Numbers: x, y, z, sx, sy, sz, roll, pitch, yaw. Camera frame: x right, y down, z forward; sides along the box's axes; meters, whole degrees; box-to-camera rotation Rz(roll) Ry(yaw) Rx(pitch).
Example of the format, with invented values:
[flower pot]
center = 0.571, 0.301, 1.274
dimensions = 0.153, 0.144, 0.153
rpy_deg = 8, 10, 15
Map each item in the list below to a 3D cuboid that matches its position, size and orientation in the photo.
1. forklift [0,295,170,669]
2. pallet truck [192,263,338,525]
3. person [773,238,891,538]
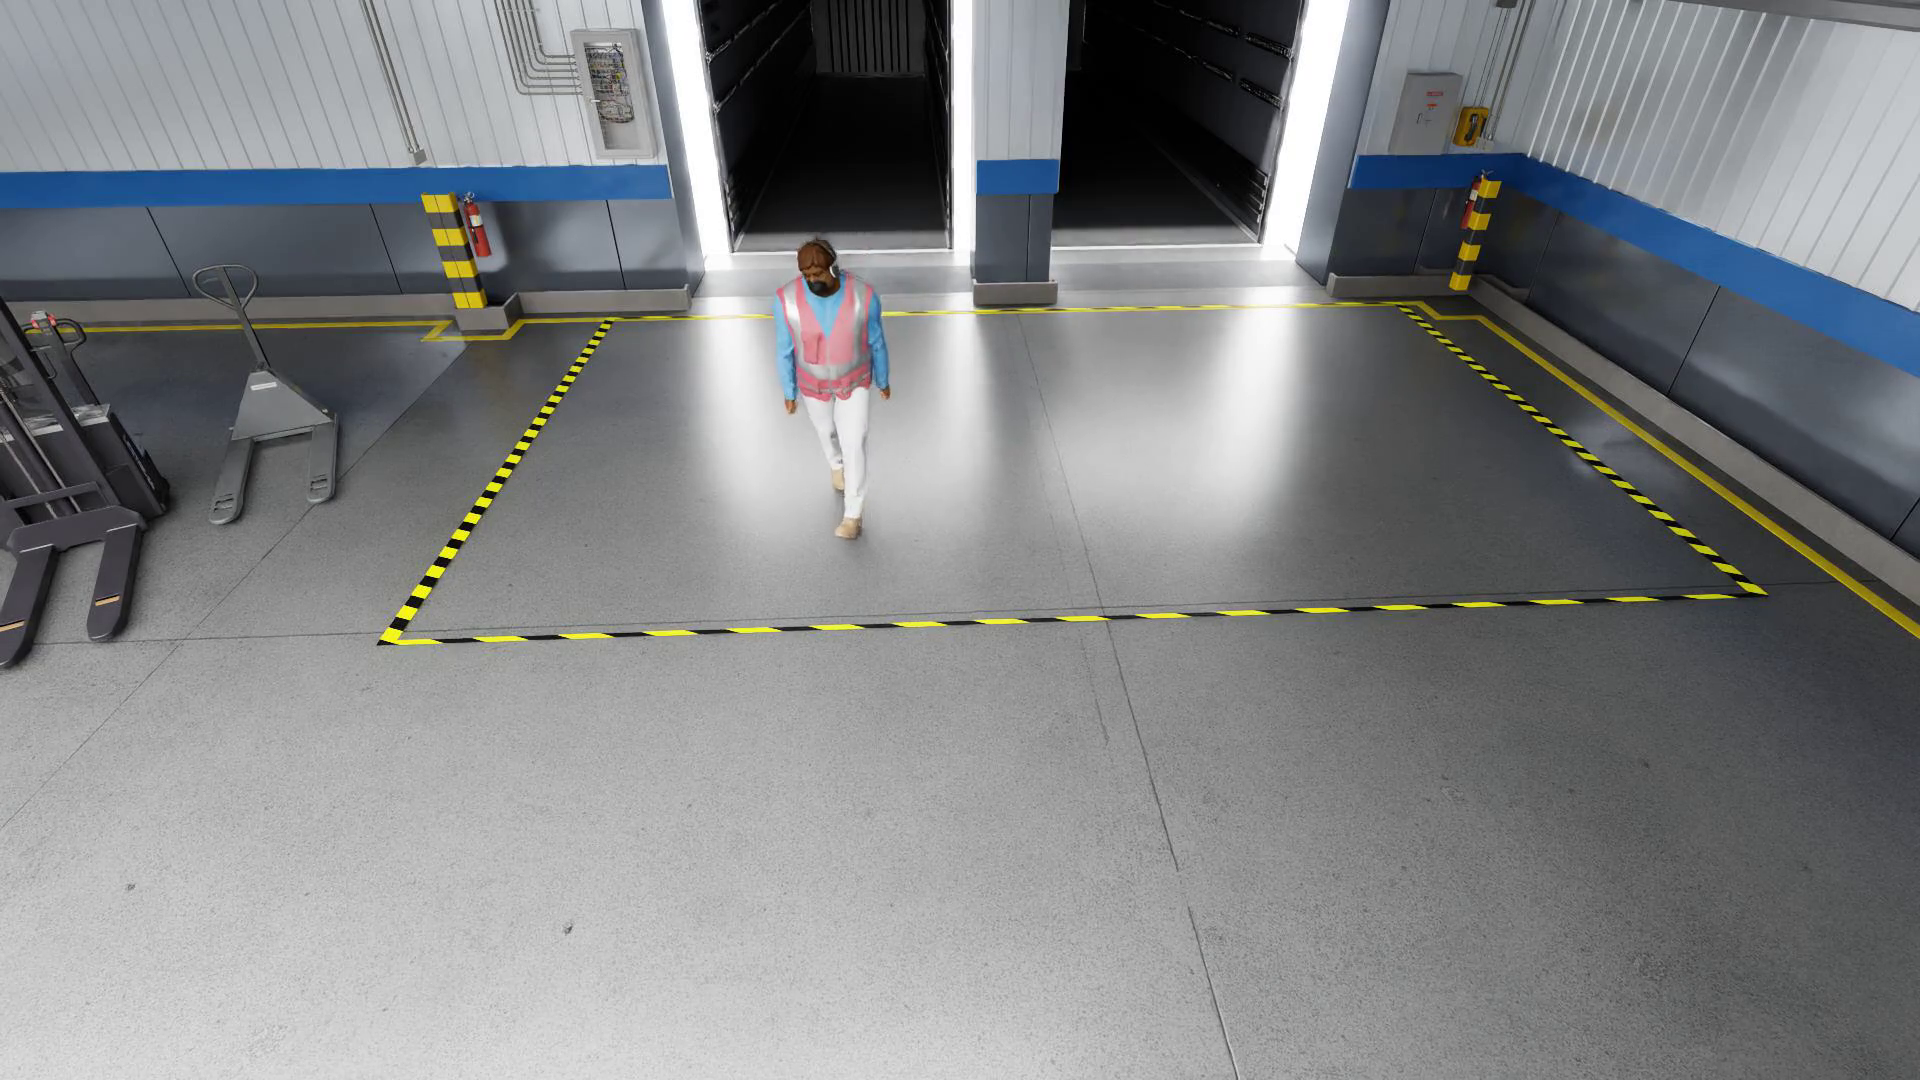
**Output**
[forklift]
center = -5.212, -0.618, 4.878
dimensions = 0.823, 1.965, 1.885
rpy_deg = -20, 39, -26
[pallet truck]
center = -4.778, -1.027, 6.128
dimensions = 0.680, 1.201, 1.601
rpy_deg = -17, 38, -23
[person]
center = -0.754, -0.937, 5.516
dimensions = 0.652, 1.782, 0.979
rpy_deg = 0, 35, 1
